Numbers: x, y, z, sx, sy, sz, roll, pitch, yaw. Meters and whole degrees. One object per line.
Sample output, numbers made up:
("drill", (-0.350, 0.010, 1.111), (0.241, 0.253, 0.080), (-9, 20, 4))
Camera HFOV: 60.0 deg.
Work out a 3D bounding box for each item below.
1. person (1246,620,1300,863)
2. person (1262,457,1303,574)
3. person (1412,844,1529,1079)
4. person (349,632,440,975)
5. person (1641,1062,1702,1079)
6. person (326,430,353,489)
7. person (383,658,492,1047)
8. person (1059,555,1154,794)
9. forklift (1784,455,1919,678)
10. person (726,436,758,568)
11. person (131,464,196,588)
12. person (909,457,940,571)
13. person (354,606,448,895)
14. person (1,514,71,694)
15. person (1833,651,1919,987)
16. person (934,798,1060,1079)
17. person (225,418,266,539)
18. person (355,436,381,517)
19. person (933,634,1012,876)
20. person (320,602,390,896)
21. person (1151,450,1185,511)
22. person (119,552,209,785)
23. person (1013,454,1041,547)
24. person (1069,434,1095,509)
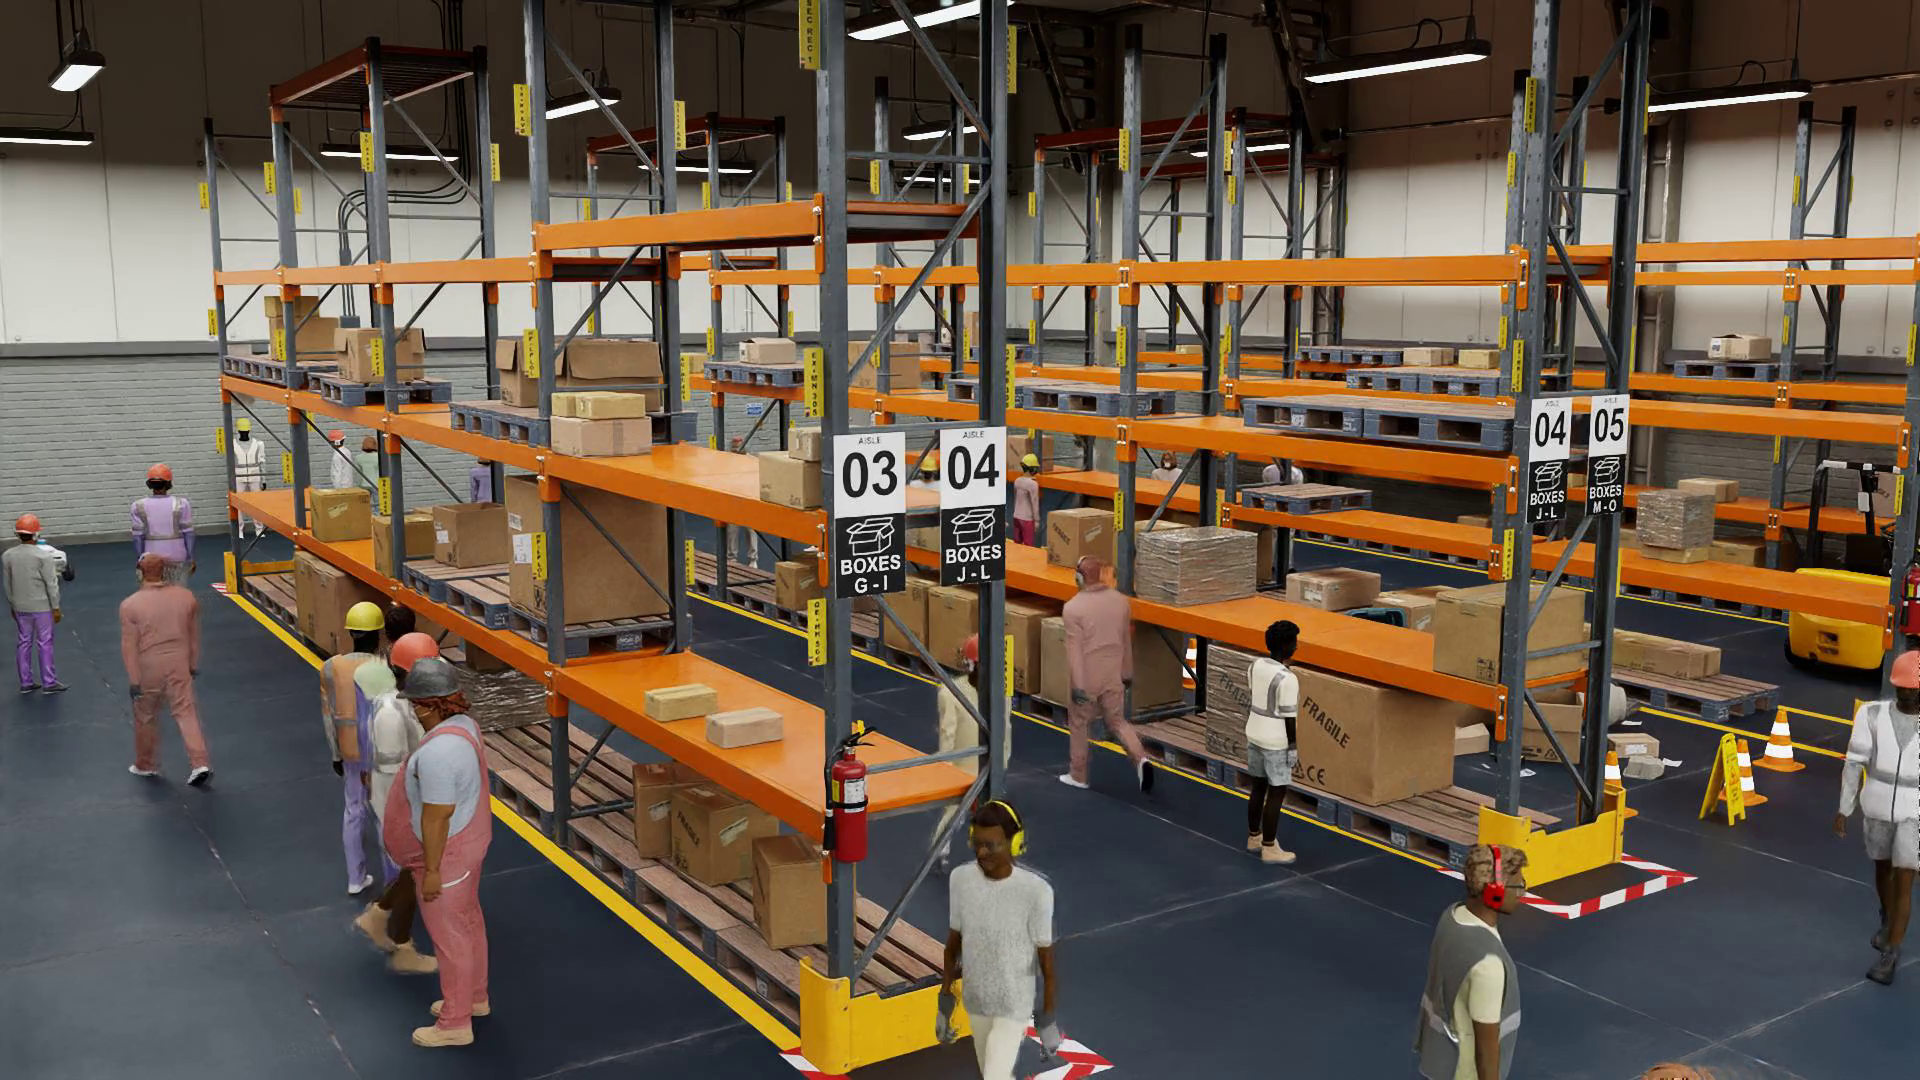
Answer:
("person", (2.146, 1.376, 11.382), (0.324, 1.685, 0.540), (-3, 9, -20))
("person", (4.456, -0.428, 22.957), (0.590, 1.823, 0.404), (5, 10, 31))
("person", (1.945, 2.053, 6.392), (0.385, 1.834, 0.561), (1, 9, 5))
("person", (-3.169, 1.501, 9.473), (0.568, 2.009, 0.659), (-1, 9, -5))
("person", (2.142, 2.363, 5.121), (0.869, 1.580, 0.524), (3, 9, 19))
("person", (-9.719, -0.862, 26.089), (0.349, 1.743, 0.563), (-1, 9, -4))
("person", (-2.732, 1.601, 8.704), (0.535, 2.000, 0.683), (-1, 9, -6))
("person", (1.125, 1.062, 12.898), (0.658, 1.871, 0.819), (-5, 10, -31))
("forklift", (9.643, 0.253, 17.172), (2.313, 2.155, 1.214), (-6, 10, -33))
("person", (-3.061, -0.495, 23.143), (0.632, 1.899, 0.403), (0, 9, 1))
("person", (-8.641, 0.190, 18.087), (0.605, 2.045, 0.378), (-3, 9, -17))
("person", (-0.428, -0.220, 21.787), (0.544, 1.750, 0.373), (1, 9, 8))
("person", (-3.529, 1.375, 10.611), (0.589, 1.920, 0.399), (-3, 9, -21))
("person", (-8.986, 0.622, 16.158), (0.572, 1.755, 0.319), (2, 9, 12))
("person", (5.397, 1.553, 9.568), (0.563, 1.888, 1.020), (7, 11, 40))
("person", (0.178, 1.956, 7.041), (0.530, 1.838, 0.936), (6, 10, 33))
("person", (-11.239, -0.965, 26.215), (0.584, 1.918, 0.401), (-5, 10, -29))
("person", (-9.256, -0.814, 26.163), (0.502, 1.628, 0.286), (1, 9, 8))
("person", (0.078, 1.439, 10.806), (0.563, 1.729, 0.766), (-4, 9, -25))
("person", (-3.809, 1.351, 10.740), (0.586, 1.928, 0.364), (1, 9, 9))
("person", (2.988, -0.479, 23.901), (0.503, 1.632, 0.271), (0, 9, -2))
("person", (-6.322, 1.017, 13.203), (0.987, 1.868, 0.646), (7, 11, 39))
("person", (0.901, -0.267, 22.091), (0.366, 1.755, 0.526), (-4, 10, -28))
("person", (1.832, -0.765, 25.034), (0.473, 1.853, 0.531), (5, 10, 30))
